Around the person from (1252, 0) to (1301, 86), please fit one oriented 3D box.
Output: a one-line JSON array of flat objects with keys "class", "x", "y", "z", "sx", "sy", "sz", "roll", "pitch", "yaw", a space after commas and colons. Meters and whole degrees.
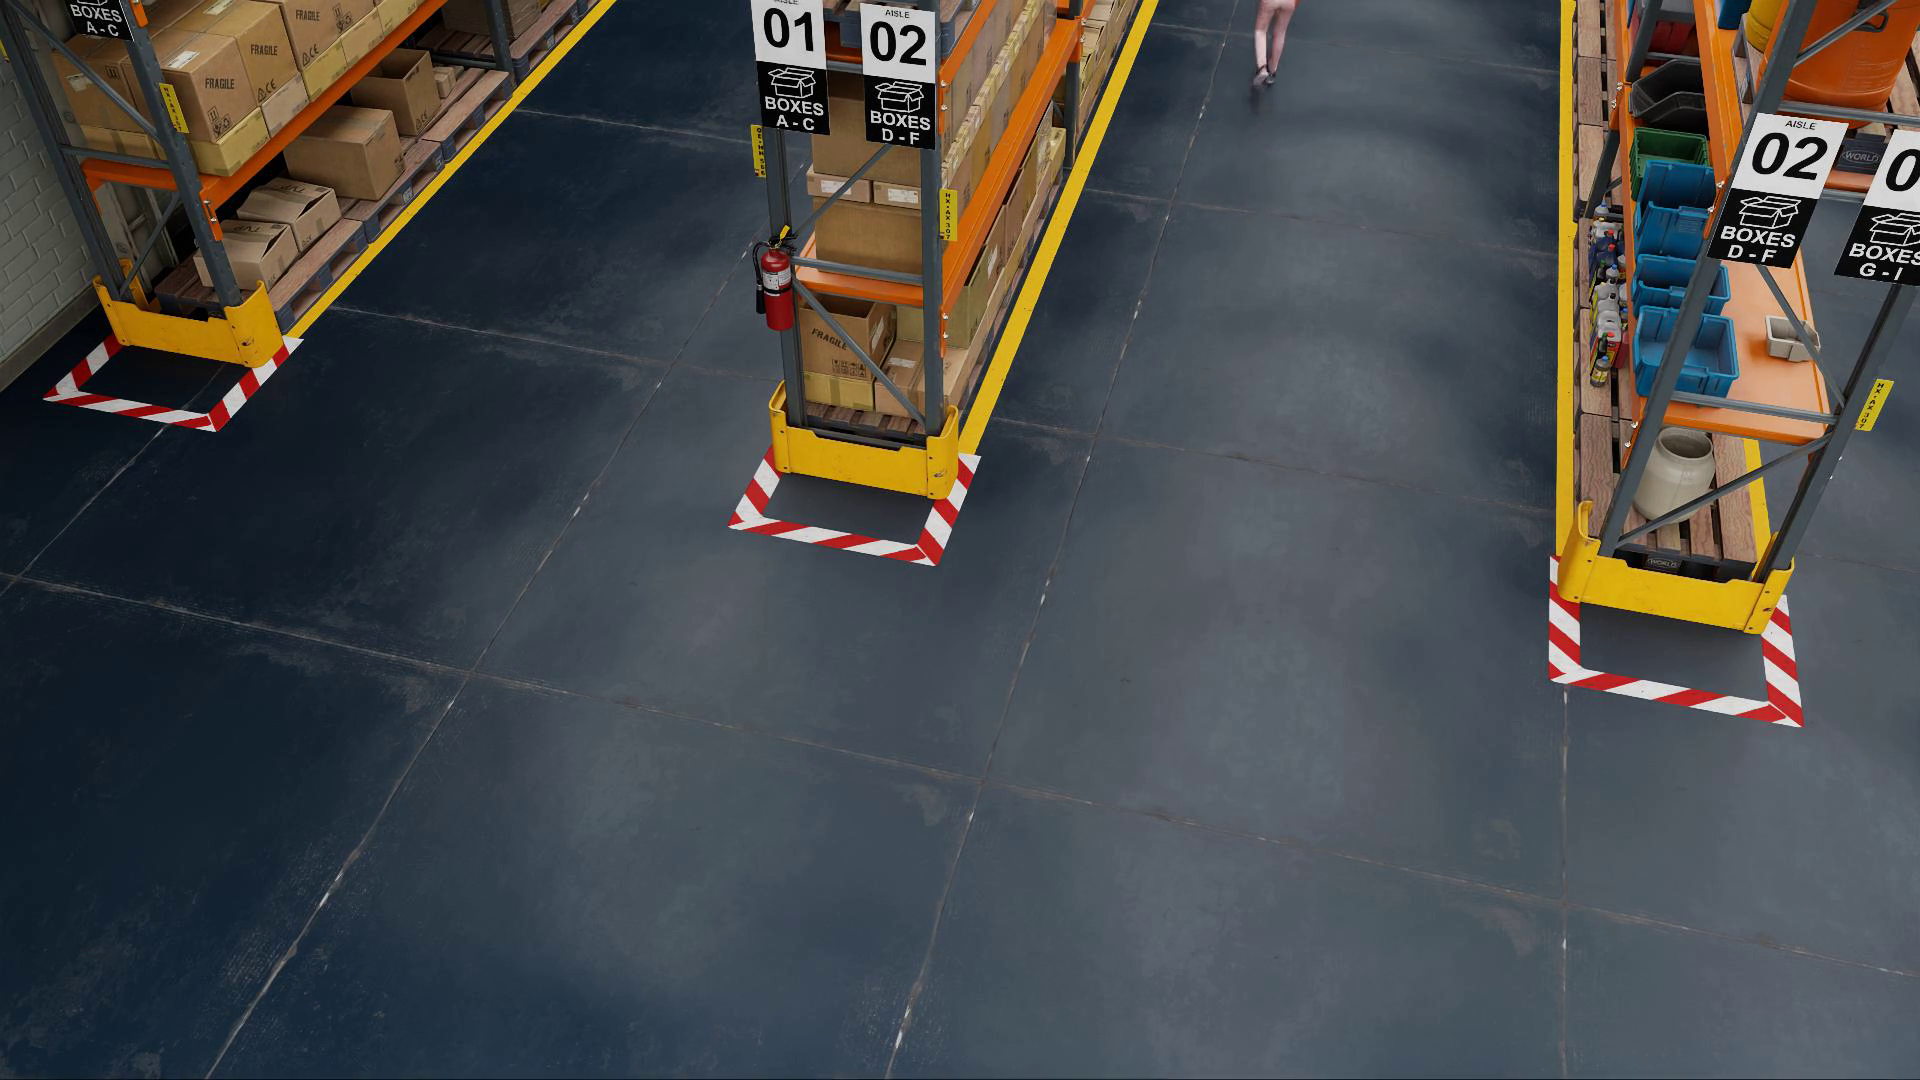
[{"class": "person", "x": 2.665, "y": -4.514, "z": 13.939, "sx": 0.601, "sy": 1.552, "sz": 0.783, "roll": 5, "pitch": 43, "yaw": 5}]
